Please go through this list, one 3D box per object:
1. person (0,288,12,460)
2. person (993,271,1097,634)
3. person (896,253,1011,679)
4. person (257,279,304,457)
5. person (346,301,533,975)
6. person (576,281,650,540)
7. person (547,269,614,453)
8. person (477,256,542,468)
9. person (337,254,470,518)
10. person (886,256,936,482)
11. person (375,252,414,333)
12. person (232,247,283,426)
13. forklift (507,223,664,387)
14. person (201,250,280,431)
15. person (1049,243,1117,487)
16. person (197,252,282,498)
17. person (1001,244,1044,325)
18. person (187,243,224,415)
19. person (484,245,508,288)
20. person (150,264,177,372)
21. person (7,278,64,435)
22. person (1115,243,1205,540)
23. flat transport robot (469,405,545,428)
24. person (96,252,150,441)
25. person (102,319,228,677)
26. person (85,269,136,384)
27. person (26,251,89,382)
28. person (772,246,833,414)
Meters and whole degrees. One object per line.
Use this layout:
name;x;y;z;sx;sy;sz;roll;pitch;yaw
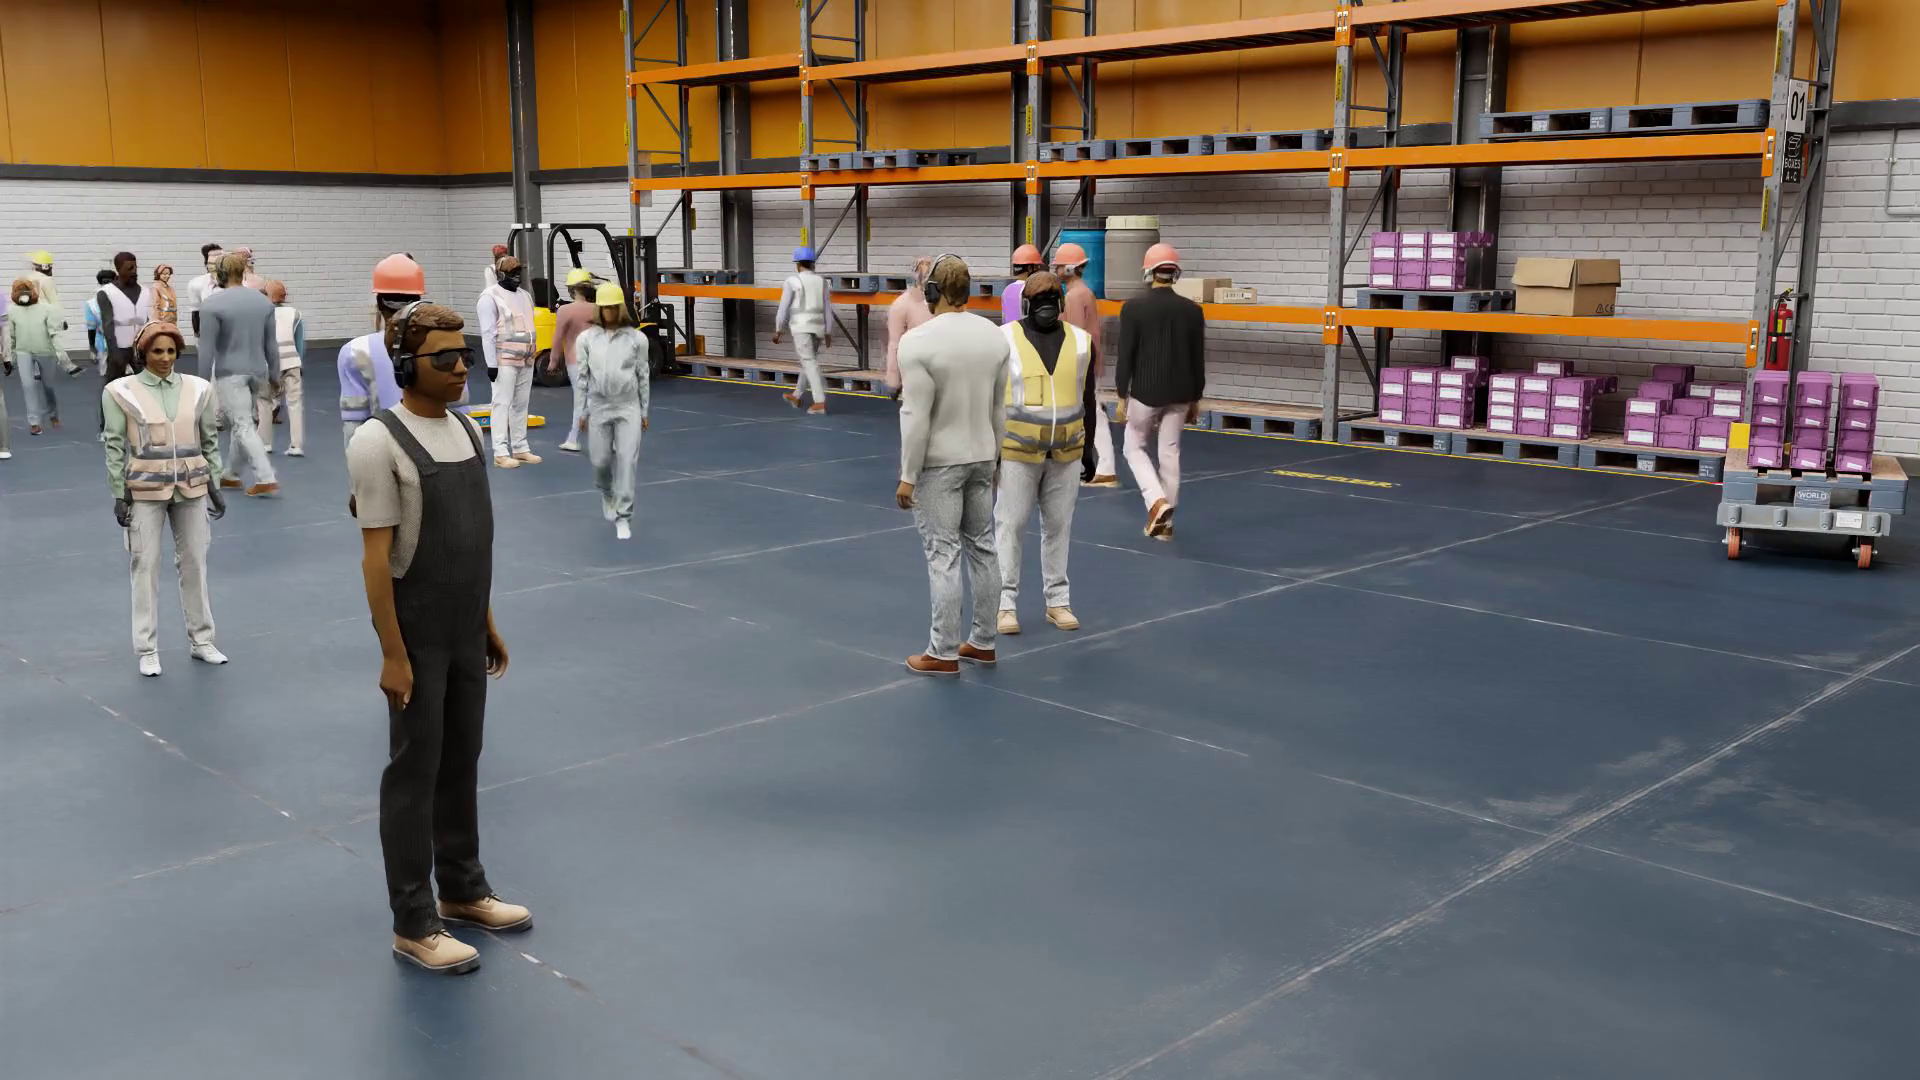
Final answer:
person;-8.810;-1.653;14.865;0.370;1.925;0.594;10;15;44
person;0.413;-0.441;8.495;0.625;1.843;0.430;-3;11;-16
person;-0.042;-0.330;7.623;0.629;1.940;0.379;-9;14;-41
person;-6.301;-1.579;15.289;0.713;1.610;0.541;9;14;41
person;-1.449;0.264;4.640;0.345;1.846;0.508;3;11;17
person;-2.340;-0.890;11.270;0.486;1.723;0.612;-2;11;-9
person;-3.472;-1.629;15.309;0.891;1.724;0.525;7;13;34
person;-3.926;-1.560;14.596;0.429;1.842;0.633;4;11;23
person;-2.451;-0.291;7.409;0.548;1.938;0.375;-4;11;-21
person;-0.191;-1.262;12.929;0.631;1.846;0.983;-9;14;-40
person;-6.334;-2.271;18.483;0.573;1.839;0.595;5;11;24
person;-7.529;-2.155;17.682;0.670;1.903;0.445;5;12;26
forklift;-5.316;-3.263;22.920;2.313;2.155;1.214;-10;14;-44
person;-7.554;-2.062;17.248;0.651;1.882;0.868;4;11;23
person;0.840;-1.388;13.350;0.959;1.947;0.655;3;11;16
person;-5.625;-1.278;12.936;0.928;1.898;0.646;5;12;25
person;0.593;-1.679;14.970;0.349;1.942;0.545;-6;12;-31
person;-8.210;-2.315;18.448;0.589;1.942;0.837;-5;12;-25
person;-6.742;-3.397;24.514;0.406;1.883;0.598;4;11;23
person;-10.585;-2.843;22.153;0.315;1.636;0.515;0;10;-1
person;-9.504;-1.901;17.111;0.542;1.597;0.796;-5;11;-23
person;1.327;-0.957;10.969;0.656;1.972;0.568;-3;11;-16
flat transport robot;-5.111;-1.264;17.264;1.431;0.197;0.652;-10;14;-44
person;-8.043;-1.851;16.127;1.030;1.860;0.614;4;11;23
person;-3.687;-0.201;7.737;0.308;1.639;0.511;10;14;44
person;-8.808;-1.992;17.387;0.565;1.673;0.507;-4;11;-20
person;-12.605;-3.101;23.127;0.625;1.785;0.911;8;13;38
person;-1.799;-2.403;19.061;0.622;1.890;1.017;-10;14;-43
